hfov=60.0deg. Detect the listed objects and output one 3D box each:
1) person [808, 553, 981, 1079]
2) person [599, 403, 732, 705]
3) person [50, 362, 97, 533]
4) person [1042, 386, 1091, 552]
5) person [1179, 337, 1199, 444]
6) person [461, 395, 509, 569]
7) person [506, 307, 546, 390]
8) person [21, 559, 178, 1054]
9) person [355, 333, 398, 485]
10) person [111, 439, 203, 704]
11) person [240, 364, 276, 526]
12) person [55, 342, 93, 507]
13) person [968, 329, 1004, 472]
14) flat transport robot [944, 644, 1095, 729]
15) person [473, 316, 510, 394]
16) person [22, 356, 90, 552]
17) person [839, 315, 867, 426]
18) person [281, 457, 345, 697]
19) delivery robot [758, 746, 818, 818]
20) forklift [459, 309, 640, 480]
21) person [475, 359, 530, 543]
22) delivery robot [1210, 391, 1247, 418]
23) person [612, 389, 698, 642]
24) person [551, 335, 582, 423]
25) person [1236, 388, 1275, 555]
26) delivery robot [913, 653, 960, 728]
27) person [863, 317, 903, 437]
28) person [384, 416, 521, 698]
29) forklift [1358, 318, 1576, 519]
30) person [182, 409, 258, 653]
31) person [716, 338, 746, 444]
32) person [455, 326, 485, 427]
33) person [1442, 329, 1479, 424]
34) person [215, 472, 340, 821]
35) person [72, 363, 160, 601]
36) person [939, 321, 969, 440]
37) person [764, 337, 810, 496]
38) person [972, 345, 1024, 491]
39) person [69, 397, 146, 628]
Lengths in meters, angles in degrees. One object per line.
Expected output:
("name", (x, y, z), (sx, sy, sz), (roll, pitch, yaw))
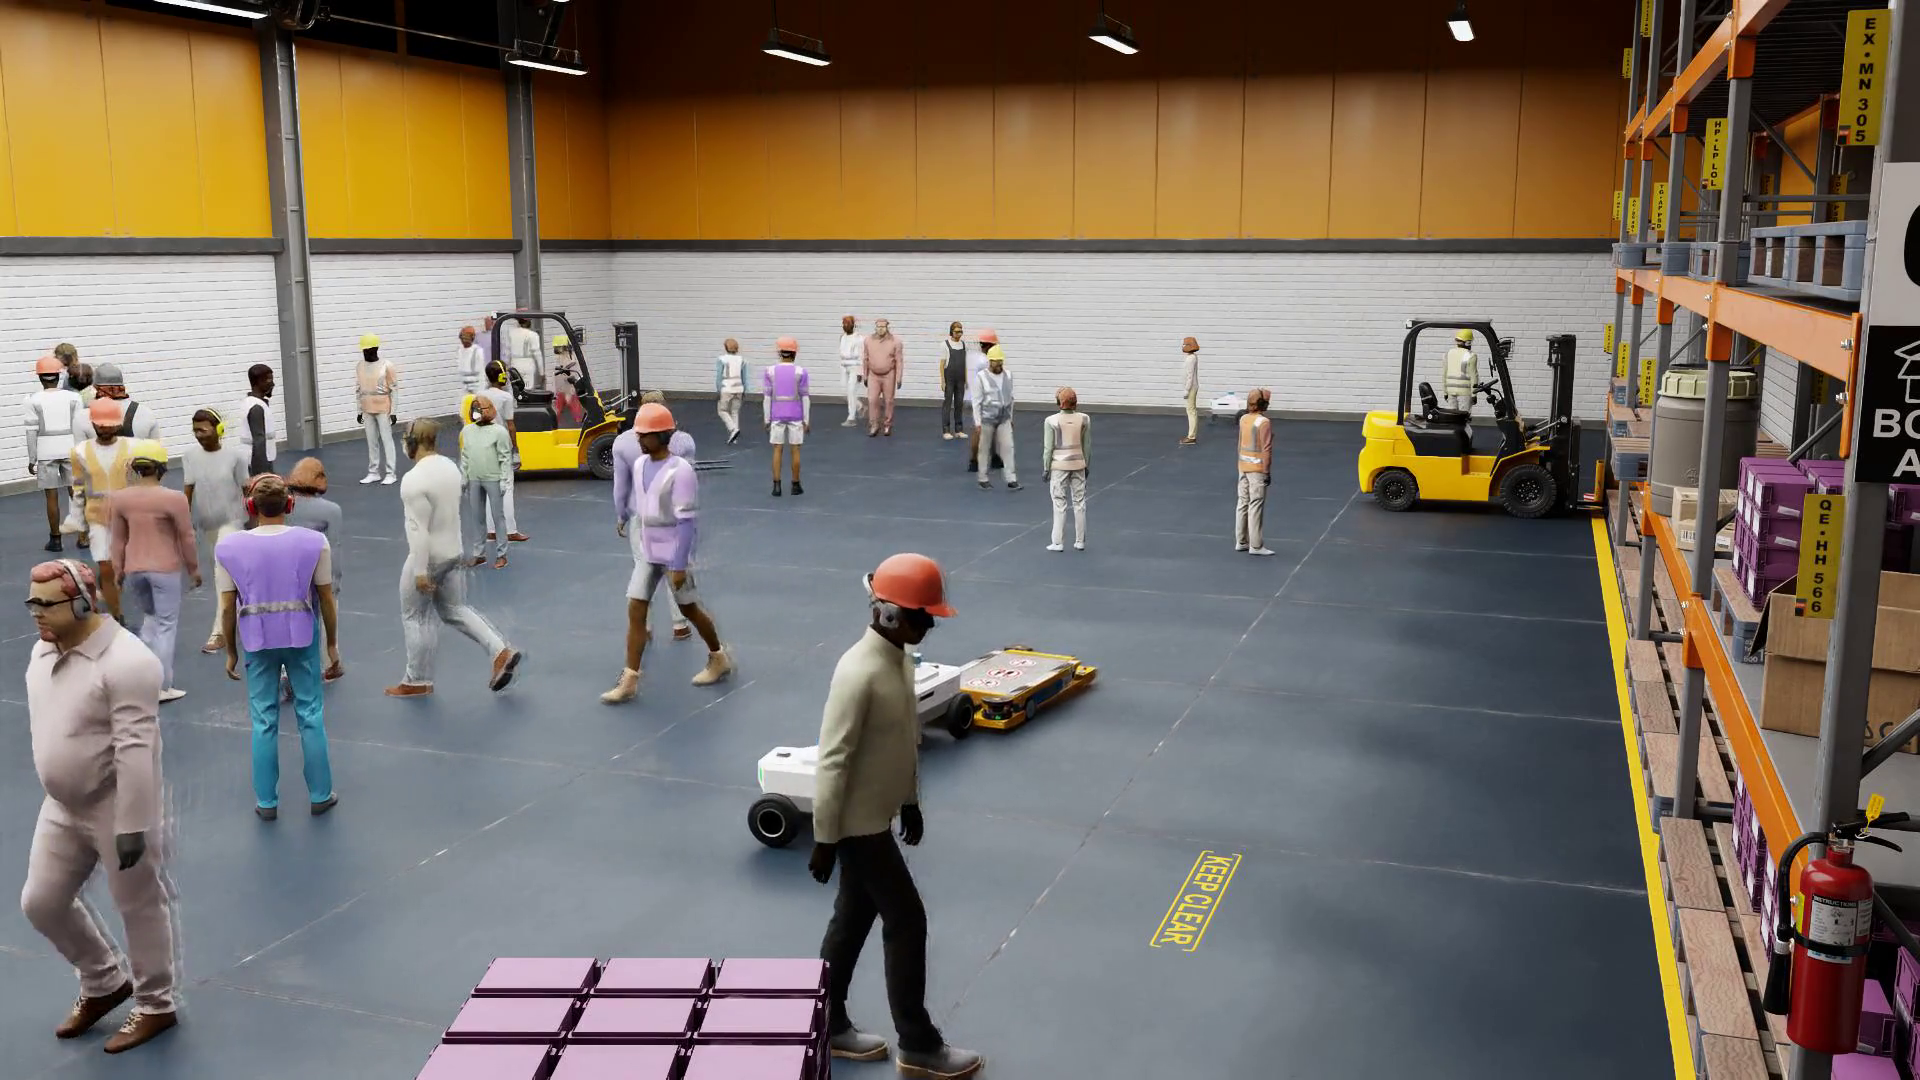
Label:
("person", (-0.260, 1.005, 6.031), (0.649, 1.952, 0.631), (2, 10, 9))
("person", (-1.961, 0.067, 11.190), (0.624, 1.998, 1.032), (9, 13, 41))
("person", (-9.202, -0.995, 17.691), (0.907, 1.809, 0.636), (-6, 11, -28))
("person", (1.057, -0.695, 16.458), (0.514, 1.642, 0.311), (-4, 11, -21))
("person", (3.511, -2.289, 25.456), (0.279, 1.634, 0.498), (3, 10, 15))
("person", (-4.462, -0.544, 15.632), (0.499, 1.633, 0.285), (3, 11, 17))
("person", (-6.998, -2.763, 27.043), (0.652, 2.011, 0.814), (5, 11, 25))
("person", (-3.228, 1.002, 6.221), (0.664, 1.891, 0.469), (4, 11, 23))
("person", (-7.402, -1.655, 21.066), (0.594, 1.922, 0.385), (3, 11, 19))
("person", (-5.356, 0.211, 11.060), (0.521, 1.753, 0.458), (2, 10, 9))
("person", (-6.648, -0.717, 15.838), (0.411, 1.911, 0.601), (-5, 11, -24))
("person", (-10.159, -1.348, 19.388), (0.559, 1.913, 0.832), (-4, 11, -20))
("person", (0.443, -1.861, 22.269), (0.790, 1.906, 0.564), (-3, 11, -17))
("flat transport robot", (0.320, 0.954, 11.028), (0.652, 0.197, 1.431), (5, 11, 27))
("person", (-7.743, -2.777, 27.543), (0.660, 1.875, 0.884), (5, 11, 25))
("person", (-8.976, -0.853, 16.523), (0.551, 1.933, 0.376), (-9, 14, -42))
("person", (-1.780, -2.844, 27.942), (0.540, 1.869, 0.574), (-10, 14, -44))
("person", (-4.433, 0.240, 11.292), (0.490, 1.601, 0.764), (0, 10, -1))
("delivery robot", (-0.655, 1.216, 8.489), (0.707, 0.478, 0.477), (3, 11, 16))
("forklift", (-5.354, -1.902, 21.697), (2.313, 2.155, 1.214), (-2, 10, -13))
("person", (-4.697, -0.905, 16.995), (0.517, 1.874, 0.327), (5, 11, 27))
("delivery robot", (4.590, -2.282, 28.188), (0.707, 0.478, 0.477), (2, 10, 9))
("person", (-2.319, -0.180, 12.722), (0.635, 1.937, 0.355), (-1, 10, -7))
("person", (-5.783, -2.152, 24.438), (0.536, 1.722, 0.898), (9, 14, 43))
("person", (2.893, -0.672, 16.331), (0.315, 1.640, 0.515), (-4, 11, -20))
("delivery robot", (-0.288, 0.929, 10.106), (0.477, 0.478, 0.707), (5, 11, 27))
("person", (-1.241, -2.560, 26.263), (0.670, 1.878, 0.794), (2, 10, 9))
("person", (-3.426, 0.129, 11.111), (0.843, 1.913, 0.640), (2, 10, 10))
("forklift", (5.787, -1.437, 19.079), (2.313, 2.155, 1.214), (3, 11, 19))
("person", (-5.637, -0.110, 12.726), (0.498, 1.821, 1.001), (1, 10, 7))
("person", (-3.452, -2.246, 25.229), (0.527, 1.622, 0.412), (-9, 13, -40))
("person", (-7.196, -2.256, 24.649), (0.596, 1.847, 0.538), (5, 11, 28))
("person", (7.291, -2.161, 24.176), (0.404, 1.830, 0.601), (-7, 12, -34))
("person", (-3.578, 0.566, 8.769), (0.569, 1.849, 0.385), (-4, 11, -19))
("person", (-7.243, -0.504, 14.256), (0.537, 2.000, 0.683), (9, 13, 40))
("person", (-0.079, -2.490, 25.998), (0.508, 1.845, 0.345), (-7, 12, -33))
("person", (-2.101, -1.476, 20.110), (0.584, 1.926, 0.565), (1, 10, 5))
("person", (0.474, -1.475, 20.393), (0.631, 1.796, 0.818), (-6, 12, -29))
("person", (-6.499, -0.176, 12.818), (0.575, 1.901, 0.748), (-3, 11, -17))
